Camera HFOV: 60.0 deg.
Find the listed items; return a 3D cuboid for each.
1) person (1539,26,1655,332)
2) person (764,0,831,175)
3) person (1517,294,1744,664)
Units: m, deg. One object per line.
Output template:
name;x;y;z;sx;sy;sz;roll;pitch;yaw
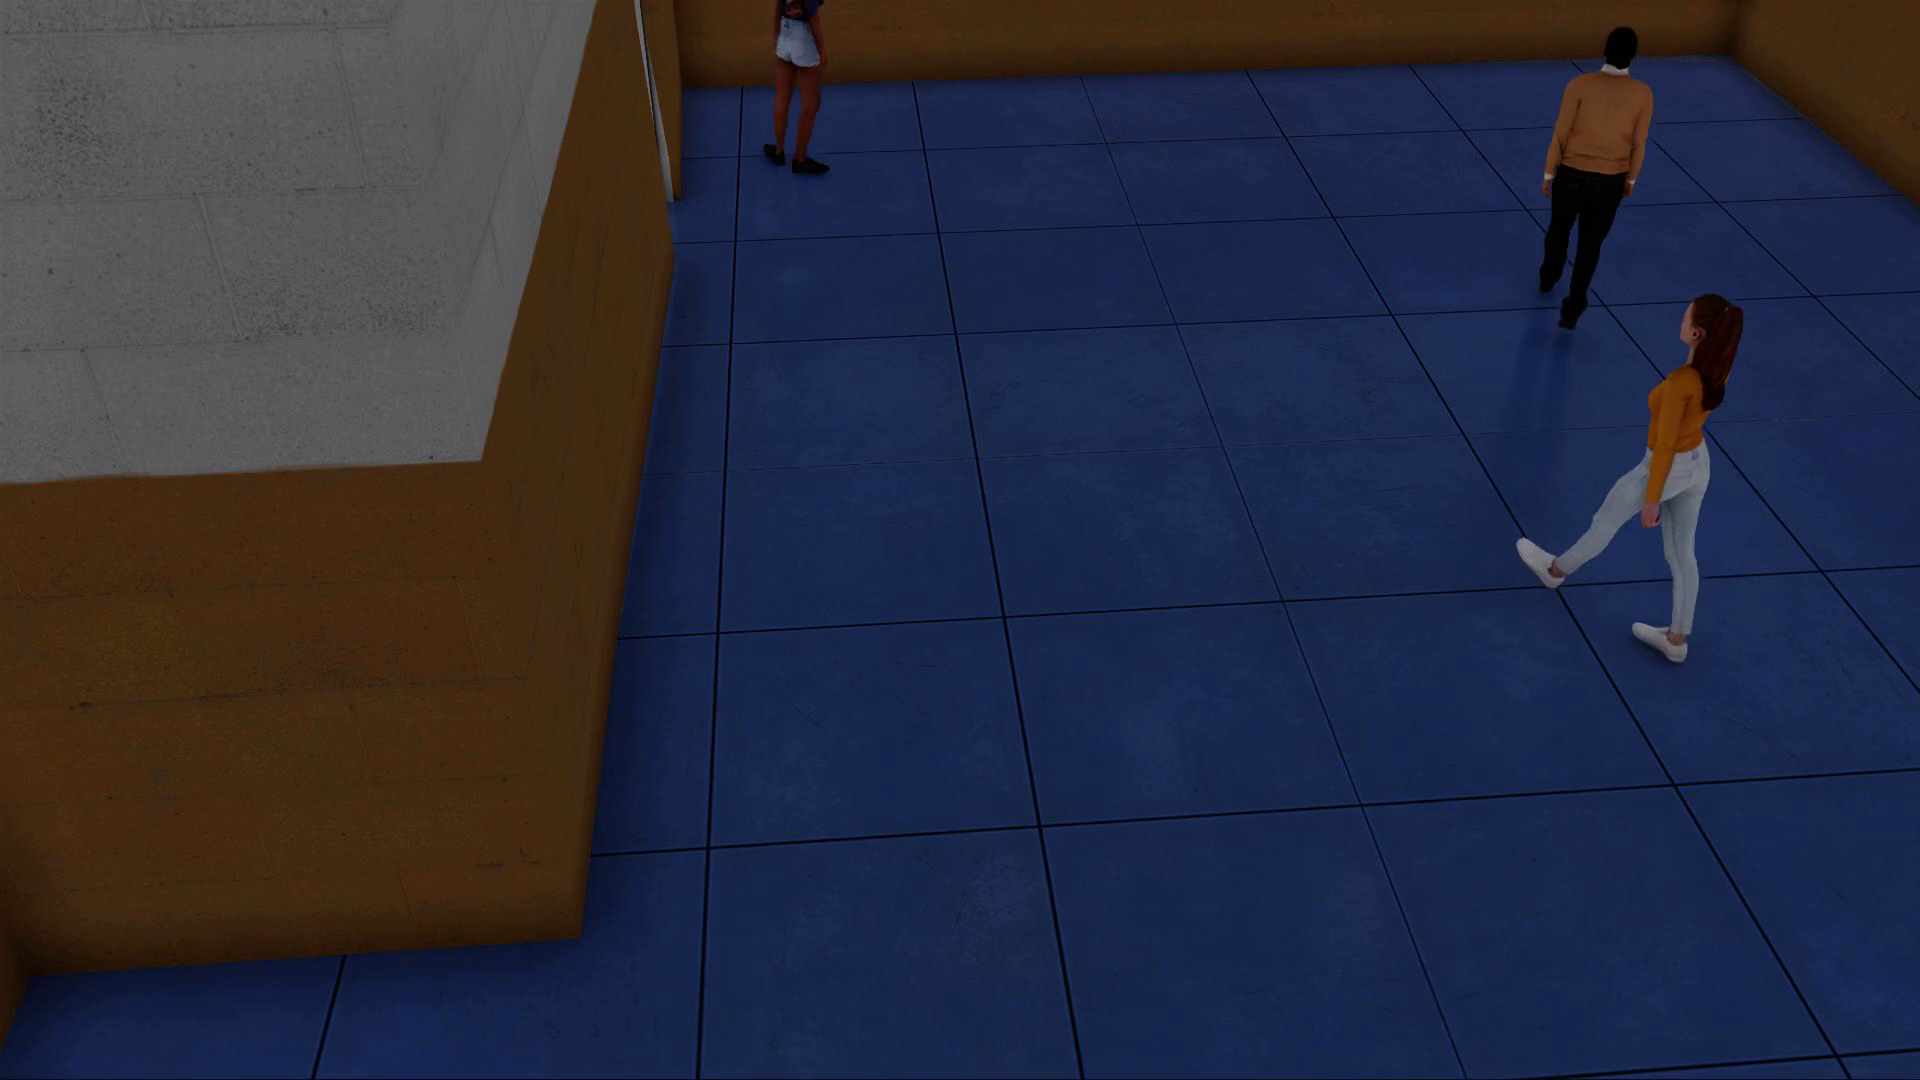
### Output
person;3.605;-2.024;9.530;1.210;1.726;1.073;13;39;17
person;-1.155;-3.340;11.285;0.839;1.731;0.817;26;44;31
person;3.115;-0.205;7.132;1.148;1.703;1.043;-23;43;-28
